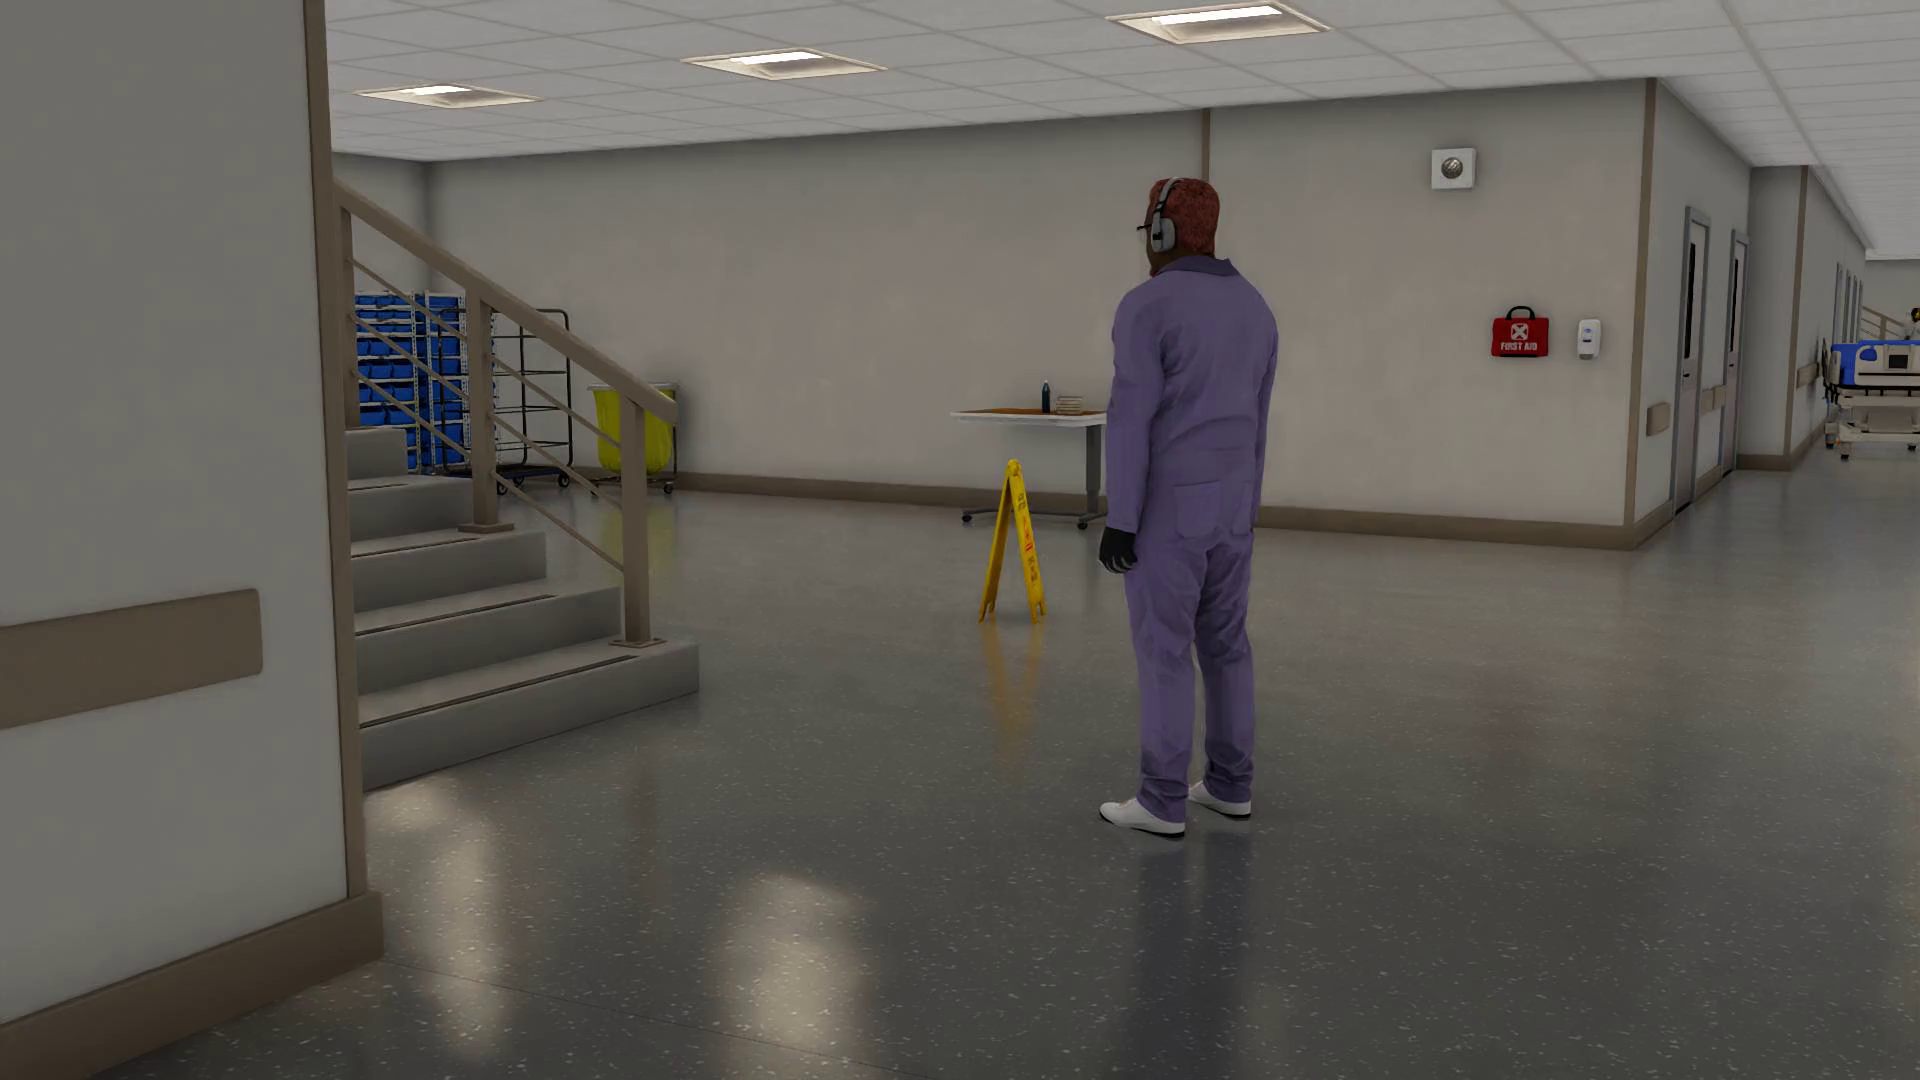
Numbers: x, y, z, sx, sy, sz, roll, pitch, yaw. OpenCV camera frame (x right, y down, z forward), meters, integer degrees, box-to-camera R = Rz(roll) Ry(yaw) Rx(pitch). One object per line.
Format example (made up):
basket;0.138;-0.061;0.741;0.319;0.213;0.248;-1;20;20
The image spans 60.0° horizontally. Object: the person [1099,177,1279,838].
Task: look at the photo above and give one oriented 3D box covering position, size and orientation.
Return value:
person;0.646;-0.097;4.875;0.634;1.900;0.398;-7;10;-44
